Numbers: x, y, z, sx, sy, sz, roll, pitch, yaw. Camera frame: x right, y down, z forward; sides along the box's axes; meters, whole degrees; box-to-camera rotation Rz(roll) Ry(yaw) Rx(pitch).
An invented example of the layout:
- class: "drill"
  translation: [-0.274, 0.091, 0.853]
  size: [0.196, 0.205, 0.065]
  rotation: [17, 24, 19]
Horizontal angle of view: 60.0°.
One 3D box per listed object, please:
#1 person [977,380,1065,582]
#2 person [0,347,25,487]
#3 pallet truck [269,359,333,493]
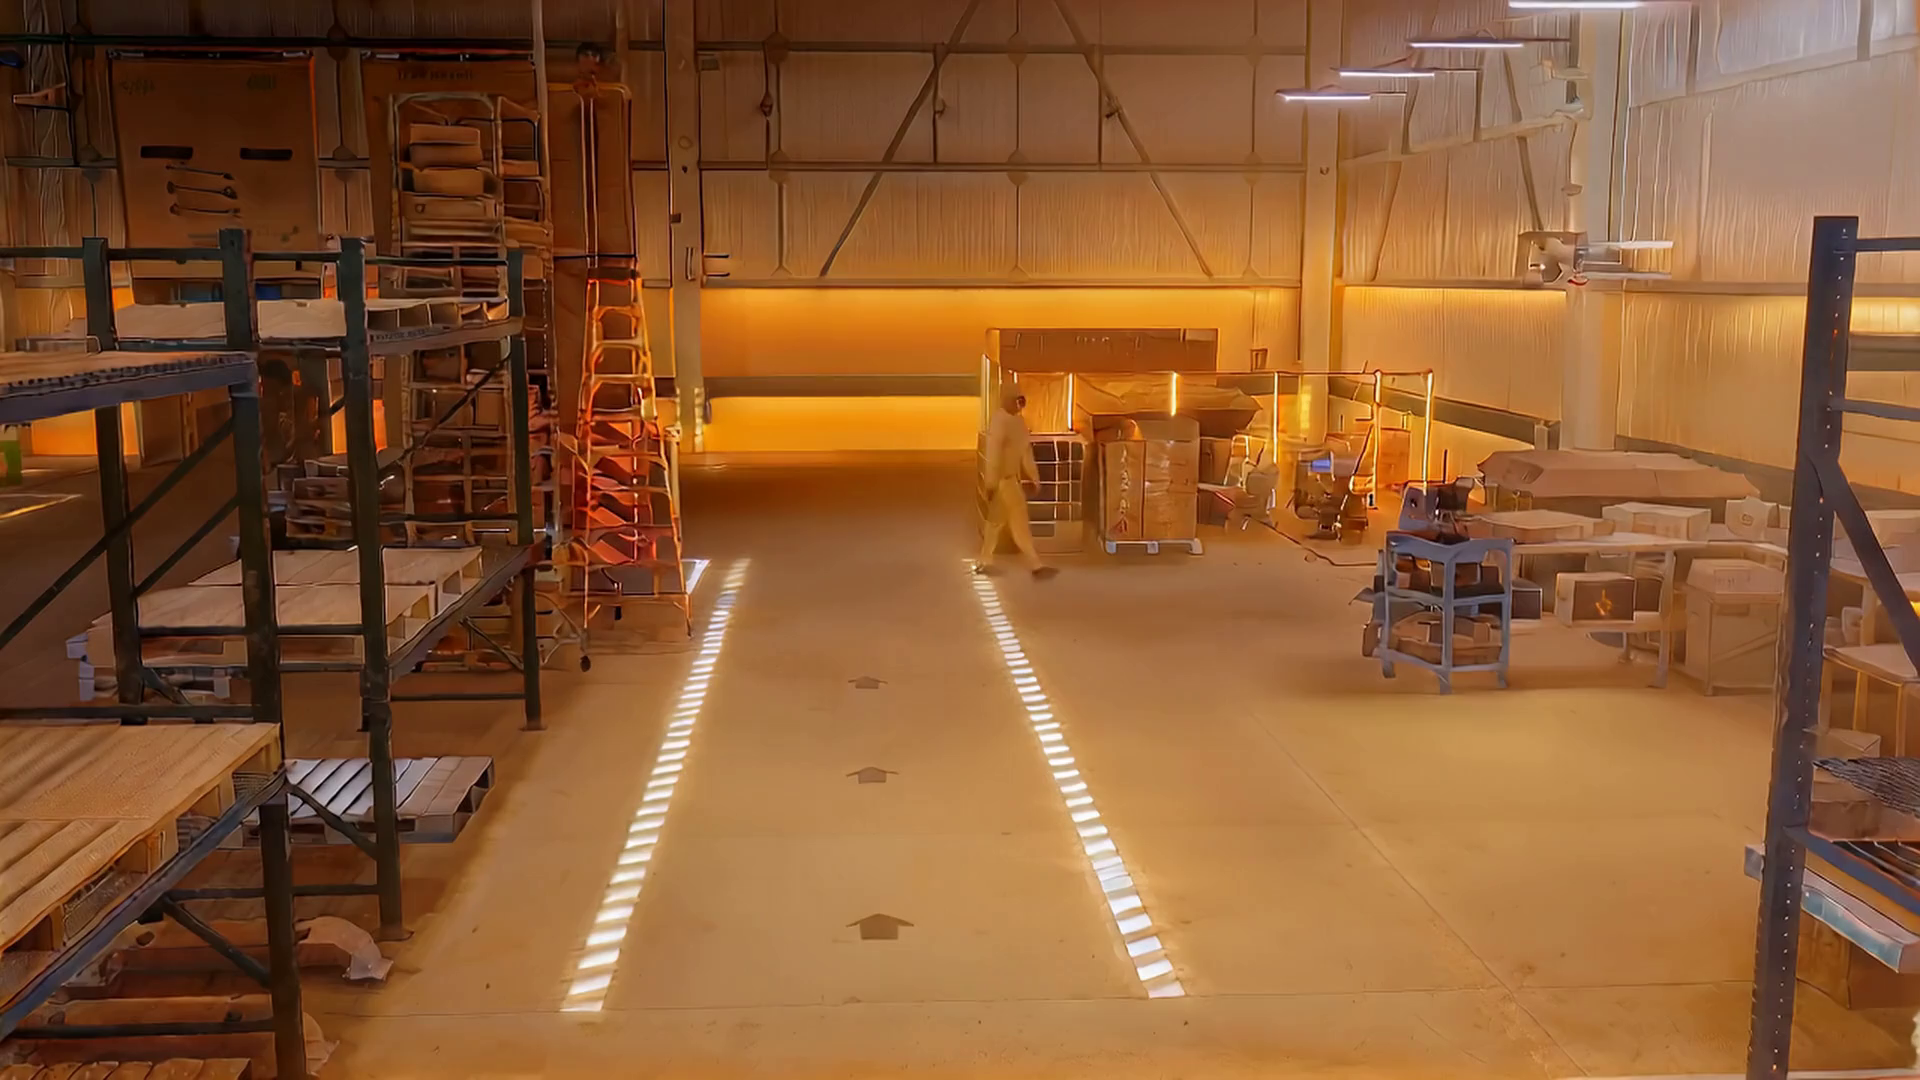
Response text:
- class: "person"
  translation: [0.565, -0.548, 15.671]
  size: [0.991, 1.892, 0.636]
  rotation: [4, 10, 21]
- class: "person"
  translation: [-13.092, -1.693, 22.749]
  size: [0.543, 1.930, 0.389]
  rotation: [7, 12, 39]
- class: "pallet truck"
  translation: [-7.062, -1.131, 18.996]
  size: [1.885, 1.965, 0.823]
  rotation: [2, 9, 13]
